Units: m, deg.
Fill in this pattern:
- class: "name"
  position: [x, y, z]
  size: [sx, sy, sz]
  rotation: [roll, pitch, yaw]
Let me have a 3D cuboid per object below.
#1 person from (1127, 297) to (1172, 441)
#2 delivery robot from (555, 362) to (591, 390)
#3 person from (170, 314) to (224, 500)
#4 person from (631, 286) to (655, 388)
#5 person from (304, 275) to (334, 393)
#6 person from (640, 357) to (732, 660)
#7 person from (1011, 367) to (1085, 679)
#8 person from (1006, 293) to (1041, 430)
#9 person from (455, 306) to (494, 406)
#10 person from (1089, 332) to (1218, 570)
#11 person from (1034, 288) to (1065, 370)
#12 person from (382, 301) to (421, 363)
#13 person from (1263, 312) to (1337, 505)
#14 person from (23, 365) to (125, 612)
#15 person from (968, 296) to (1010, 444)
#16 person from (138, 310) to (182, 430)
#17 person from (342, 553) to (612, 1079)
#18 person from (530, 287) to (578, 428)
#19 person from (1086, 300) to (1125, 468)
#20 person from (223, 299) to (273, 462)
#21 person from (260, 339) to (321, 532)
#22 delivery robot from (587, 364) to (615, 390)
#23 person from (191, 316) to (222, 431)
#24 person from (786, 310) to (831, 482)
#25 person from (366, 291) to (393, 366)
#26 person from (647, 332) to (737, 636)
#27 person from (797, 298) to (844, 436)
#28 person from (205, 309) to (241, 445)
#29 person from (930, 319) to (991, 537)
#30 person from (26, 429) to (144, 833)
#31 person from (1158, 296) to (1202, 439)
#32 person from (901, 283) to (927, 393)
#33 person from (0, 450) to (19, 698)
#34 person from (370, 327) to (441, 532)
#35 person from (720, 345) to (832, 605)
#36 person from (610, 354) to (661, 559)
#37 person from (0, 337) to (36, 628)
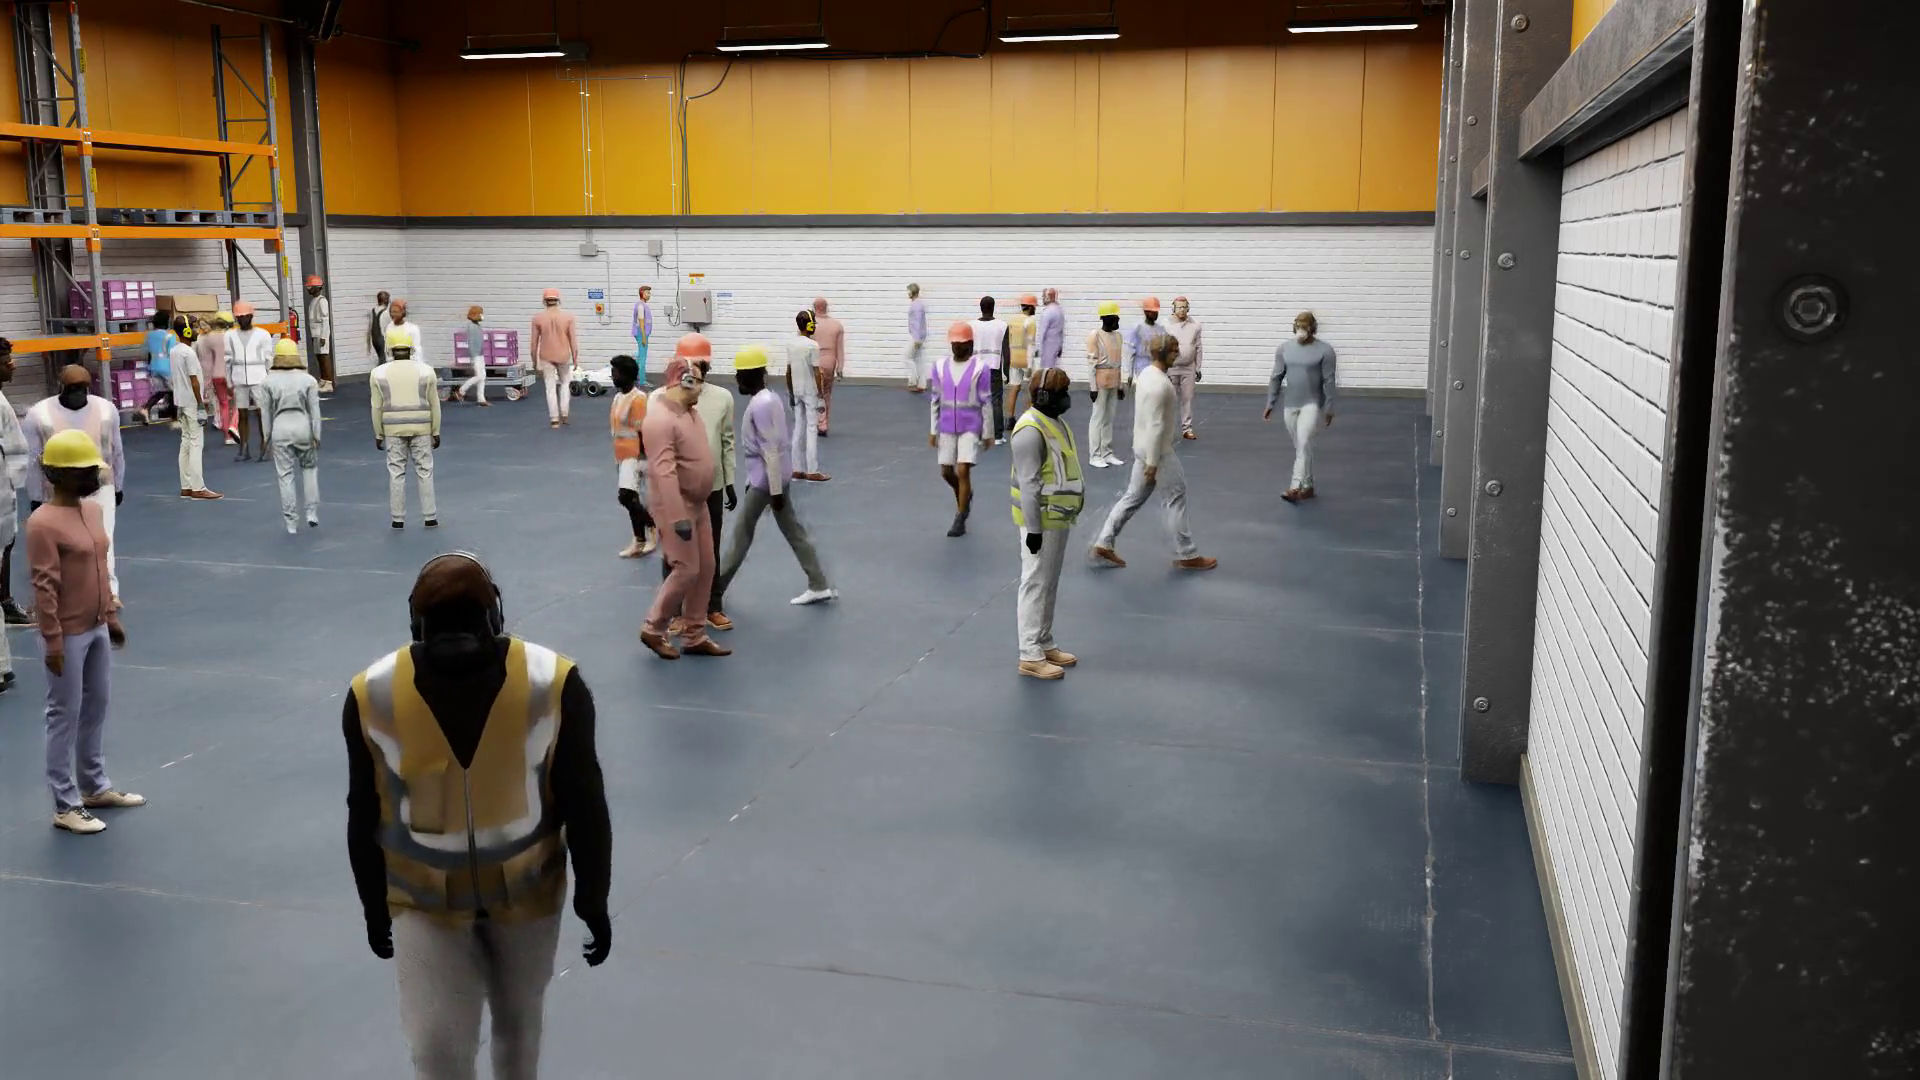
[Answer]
- class: "person"
  position: [2.513, -2.171, 21.438]
  size: [0.569, 1.896, 0.930]
  rotation: [-6, 12, -33]
- class: "delivery robot"
  position: [-6.655, -2.815, 28.630]
  size: [0.707, 0.478, 0.477]
  rotation: [6, 11, 30]
- class: "person"
  position: [-7.766, -1.341, 16.828]
  size: [0.513, 1.872, 0.328]
  rotation: [9, 13, 41]
- class: "person"
  position: [-5.755, -3.681, 30.162]
  size: [0.395, 1.839, 0.564]
  rotation: [-1, 10, -8]
- class: "person"
  position: [-11.245, -3.604, 29.147]
  size: [0.377, 2.045, 0.605]
  rotation: [-7, 12, -36]
- class: "person"
  position: [-1.693, -0.191, 10.294]
  size: [0.493, 1.874, 0.682]
  rotation: [2, 10, 12]
- class: "person"
  position: [0.526, -0.111, 9.939]
  size: [0.429, 1.842, 0.635]
  rotation: [3, 11, 18]
- class: "person"
  position: [0.972, -2.480, 23.189]
  size: [0.811, 1.904, 0.556]
  rotation: [-7, 12, -36]
- class: "person"
  position: [-7.753, -2.918, 26.480]
  size: [0.473, 1.621, 0.506]
  rotation: [0, 10, 0]
- class: "person"
  position: [1.500, -0.692, 13.094]
  size: [1.002, 1.899, 0.636]
  rotation: [-1, 10, -3]
- class: "person"
  position: [1.365, -3.093, 26.692]
  size: [0.619, 1.887, 0.658]
  rotation: [4, 11, 19]
- class: "person"
  position: [-7.466, -2.281, 22.282]
  size: [0.591, 1.826, 1.007]
  rotation: [2, 10, 12]
- class: "person"
  position: [3.352, -1.307, 16.543]
  size: [0.653, 1.891, 0.972]
  rotation: [8, 13, 38]
- class: "person"
  position: [-6.278, -0.382, 11.809]
  size: [0.640, 1.746, 1.128]
  rotation: [-7, 12, -34]
- class: "person"
  position: [0.357, -2.183, 21.476]
  size: [0.588, 1.913, 0.391]
  rotation: [1, 10, 4]
- class: "person"
  position: [-11.097, -2.345, 23.062]
  size: [0.542, 1.685, 0.567]
  rotation: [4, 11, 20]
- class: "person"
  position: [-1.211, 0.923, 4.212]
  size: [0.641, 1.791, 0.949]
  rotation: [-3, 10, -15]
- class: "person"
  position: [-5.763, -2.589, 23.578]
  size: [0.646, 1.975, 0.672]
  rotation: [-3, 11, -18]
- class: "person"
  position: [1.705, -1.782, 19.322]
  size: [0.367, 1.873, 0.588]
  rotation: [9, 13, 40]
- class: "person"
  position: [-8.440, -1.888, 19.739]
  size: [0.550, 1.934, 0.375]
  rotation: [-2, 10, -9]
- class: "person"
  position: [-6.016, -0.943, 14.978]
  size: [0.499, 1.723, 0.560]
  rotation: [-4, 11, -22]
- class: "delivery robot"
  position: [-5.972, -2.765, 28.348]
  size: [0.707, 0.478, 0.477]
  rotation: [0, 10, 2]
- class: "person"
  position: [-10.335, -2.281, 22.930]
  size: [0.512, 1.590, 0.863]
  rotation: [-1, 10, -7]
- class: "person"
  position: [-1.661, -1.565, 18.094]
  size: [0.532, 1.871, 0.321]
  rotation: [8, 13, 40]
- class: "person"
  position: [-9.576, -3.242, 27.792]
  size: [0.502, 1.793, 0.936]
  rotation: [4, 11, 22]
- class: "person"
  position: [-1.759, -0.374, 11.000]
  size: [0.611, 1.995, 0.377]
  rotation: [-6, 12, -30]
- class: "person"
  position: [-1.902, -2.359, 22.670]
  size: [0.637, 1.858, 1.030]
  rotation: [-4, 11, -22]
- class: "person"
  position: [-9.402, -2.078, 21.339]
  size: [0.536, 1.753, 0.450]
  rotation: [0, 10, -1]
- class: "person"
  position: [0.024, -1.016, 14.836]
  size: [0.552, 1.916, 0.700]
  rotation: [3, 11, 17]
- class: "person"
  position: [-3.859, 0.393, 7.324]
  size: [0.343, 1.760, 0.545]
  rotation: [0, 10, 0]
- class: "person"
  position: [2.899, -2.266, 21.992]
  size: [0.645, 1.903, 0.401]
  rotation: [-2, 10, -11]
- class: "person"
  position: [-0.842, -3.493, 28.876]
  size: [0.619, 1.915, 0.653]
  rotation: [0, 10, 0]
- class: "person"
  position: [-5.559, 0.007, 9.401]
  size: [0.404, 1.802, 0.658]
  rotation: [-6, 12, -33]
- class: "person"
  position: [-4.962, -0.990, 14.932]
  size: [0.588, 1.837, 0.404]
  rotation: [-3, 11, -18]
- class: "person"
  position: [-1.415, -0.444, 11.771]
  size: [1.079, 1.862, 0.596]
  rotation: [1, 10, 4]
- class: "person"
  position: [-2.686, -0.668, 13.526]
  size: [0.365, 1.680, 0.544]
  rotation: [-6, 12, -32]
- class: "person"
  position: [-6.453, -0.393, 11.182]
  size: [0.368, 1.967, 0.600]
  rotation: [-7, 12, -34]
